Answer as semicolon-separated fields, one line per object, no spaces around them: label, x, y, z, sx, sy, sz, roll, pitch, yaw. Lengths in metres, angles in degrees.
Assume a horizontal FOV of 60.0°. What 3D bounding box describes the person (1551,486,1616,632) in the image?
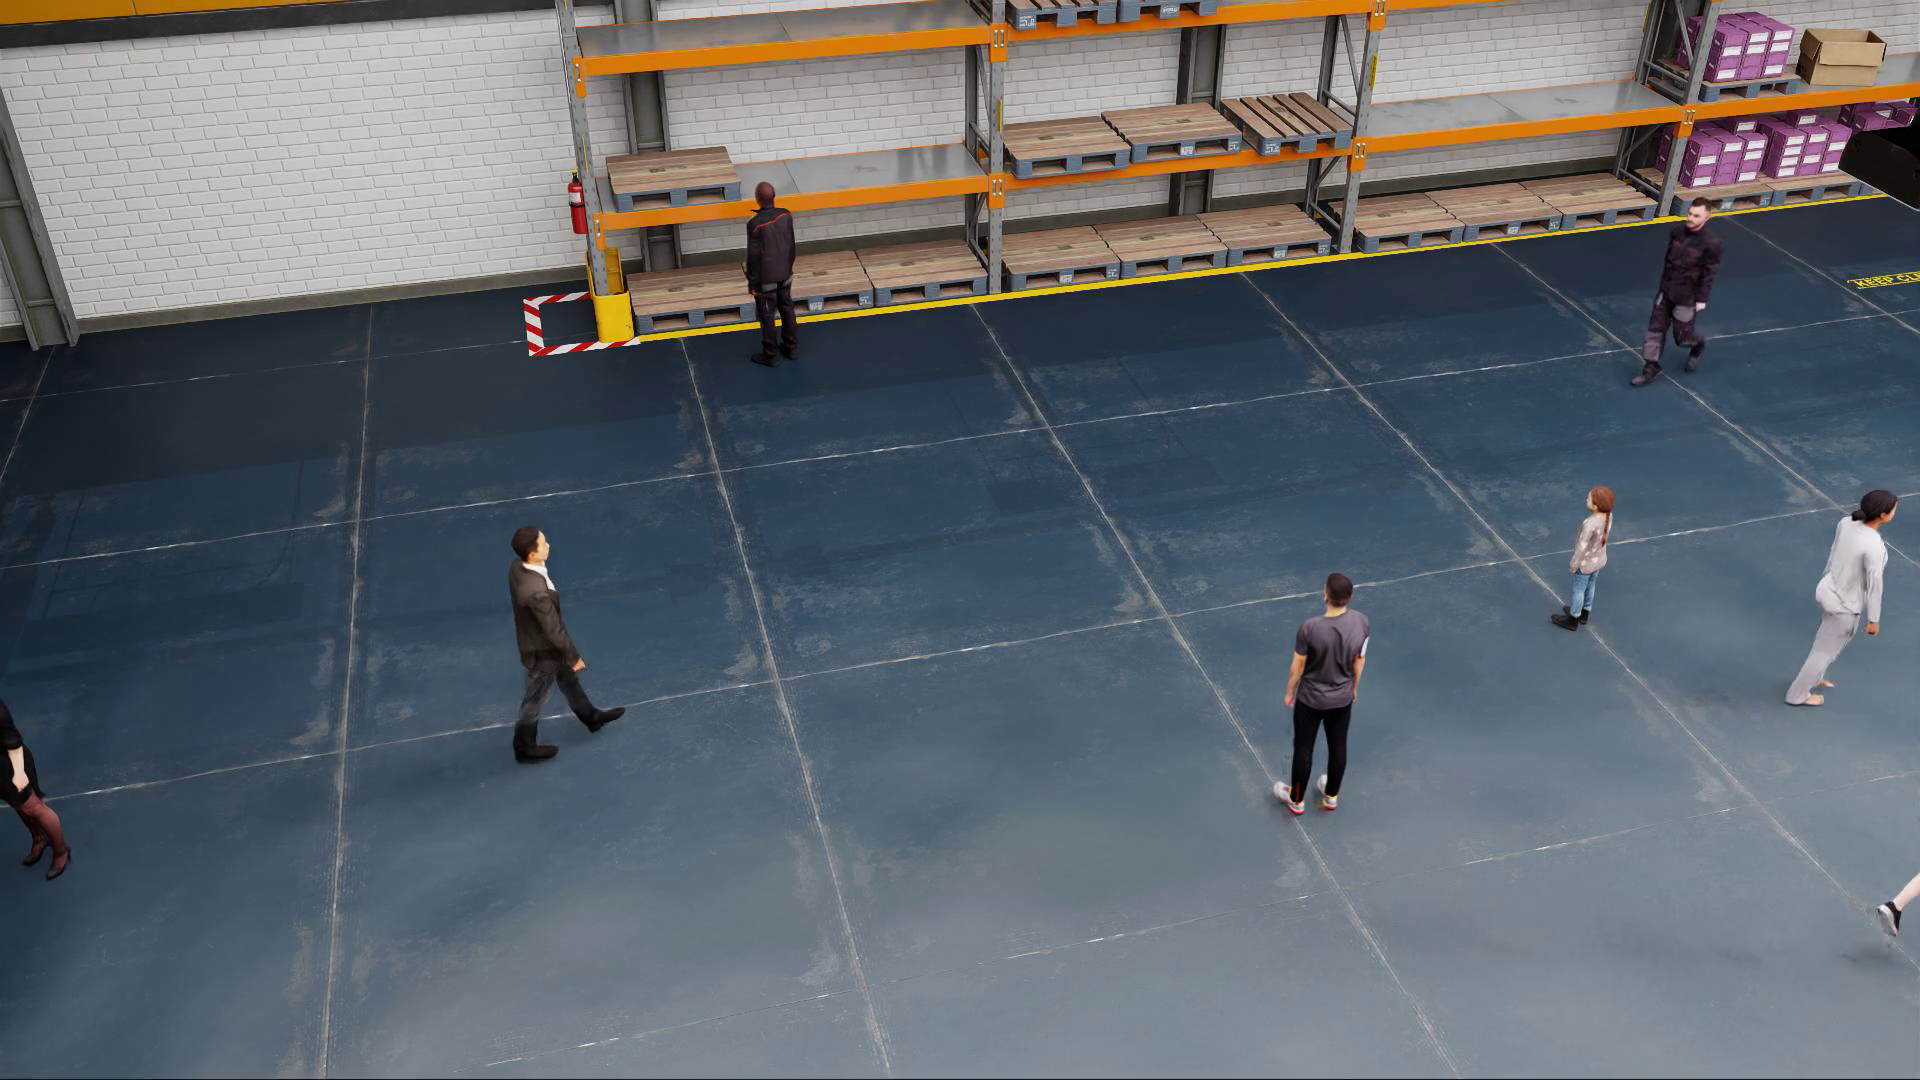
person;4.643;0.129;12.253;0.500;1.193;0.597;-23;40;-30

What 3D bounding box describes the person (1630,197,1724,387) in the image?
person;6.710;-2.308;15.342;1.177;1.834;0.908;-19;38;-26

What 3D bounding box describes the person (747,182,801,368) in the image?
person;-1.761;-2.506;15.651;0.718;1.820;0.849;-26;42;-34

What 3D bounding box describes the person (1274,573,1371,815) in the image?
person;2.293;0.973;10.472;0.465;1.760;0.698;-6;34;-9

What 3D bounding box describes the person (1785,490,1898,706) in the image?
person;5.933;0.419;11.340;0.740;1.722;0.717;2;34;2

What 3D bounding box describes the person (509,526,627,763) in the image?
person;-2.819;0.719;10.843;1.071;1.772;0.803;-13;36;-18

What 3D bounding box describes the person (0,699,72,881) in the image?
person;-5.714;1.337;9.974;0.655;1.704;0.702;20;39;27
